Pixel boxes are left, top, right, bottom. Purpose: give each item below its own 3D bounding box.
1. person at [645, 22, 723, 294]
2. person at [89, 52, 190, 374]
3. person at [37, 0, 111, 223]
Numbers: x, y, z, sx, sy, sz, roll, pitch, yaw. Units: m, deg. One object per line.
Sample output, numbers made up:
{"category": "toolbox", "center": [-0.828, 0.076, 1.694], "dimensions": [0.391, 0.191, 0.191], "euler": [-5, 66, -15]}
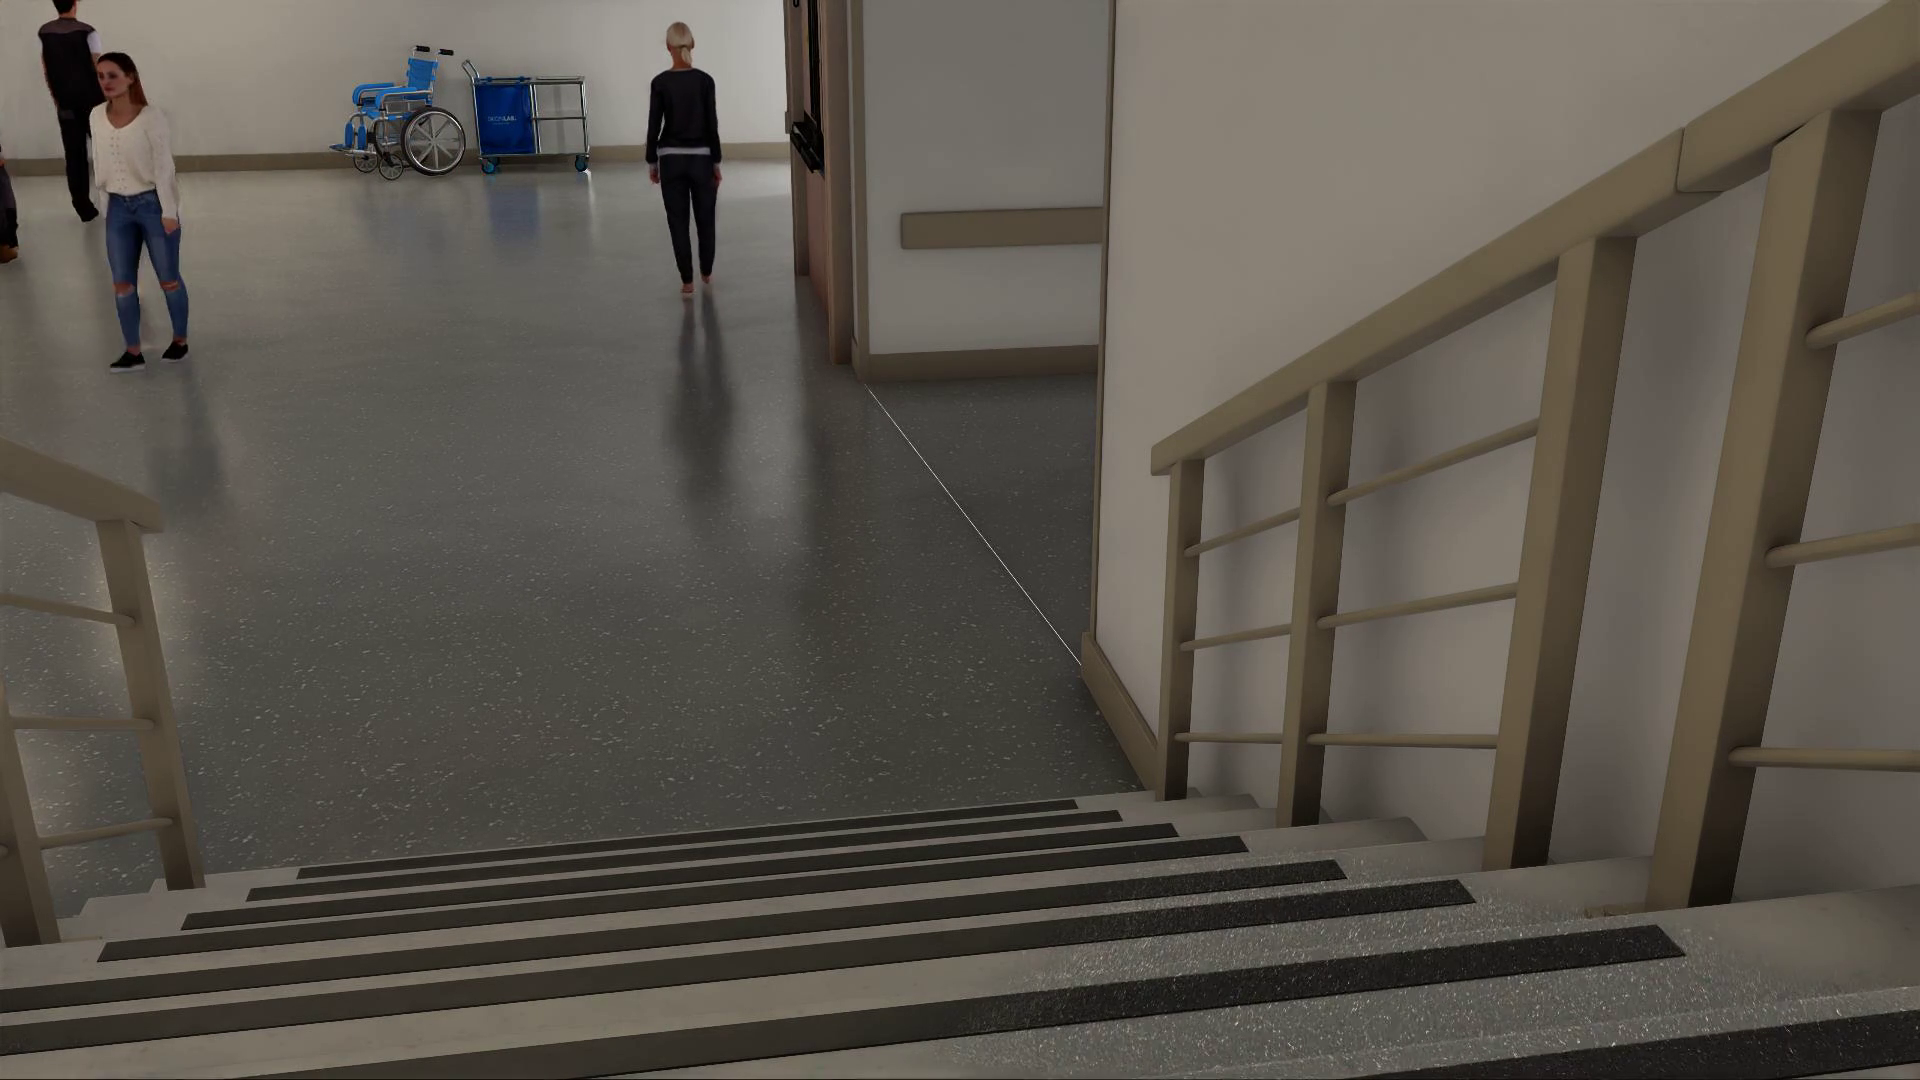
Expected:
{"category": "person", "center": [-1.762, -2.423, 10.702], "dimensions": [0.643, 1.702, 0.918], "euler": [-4, 21, -11]}
{"category": "person", "center": [-4.391, -1.771, 9.024], "dimensions": [0.745, 1.671, 0.894], "euler": [1, 21, 2]}
{"category": "person", "center": [-7.067, -3.509, 13.367], "dimensions": [0.665, 1.846, 0.616], "euler": [-3, 21, -8]}
